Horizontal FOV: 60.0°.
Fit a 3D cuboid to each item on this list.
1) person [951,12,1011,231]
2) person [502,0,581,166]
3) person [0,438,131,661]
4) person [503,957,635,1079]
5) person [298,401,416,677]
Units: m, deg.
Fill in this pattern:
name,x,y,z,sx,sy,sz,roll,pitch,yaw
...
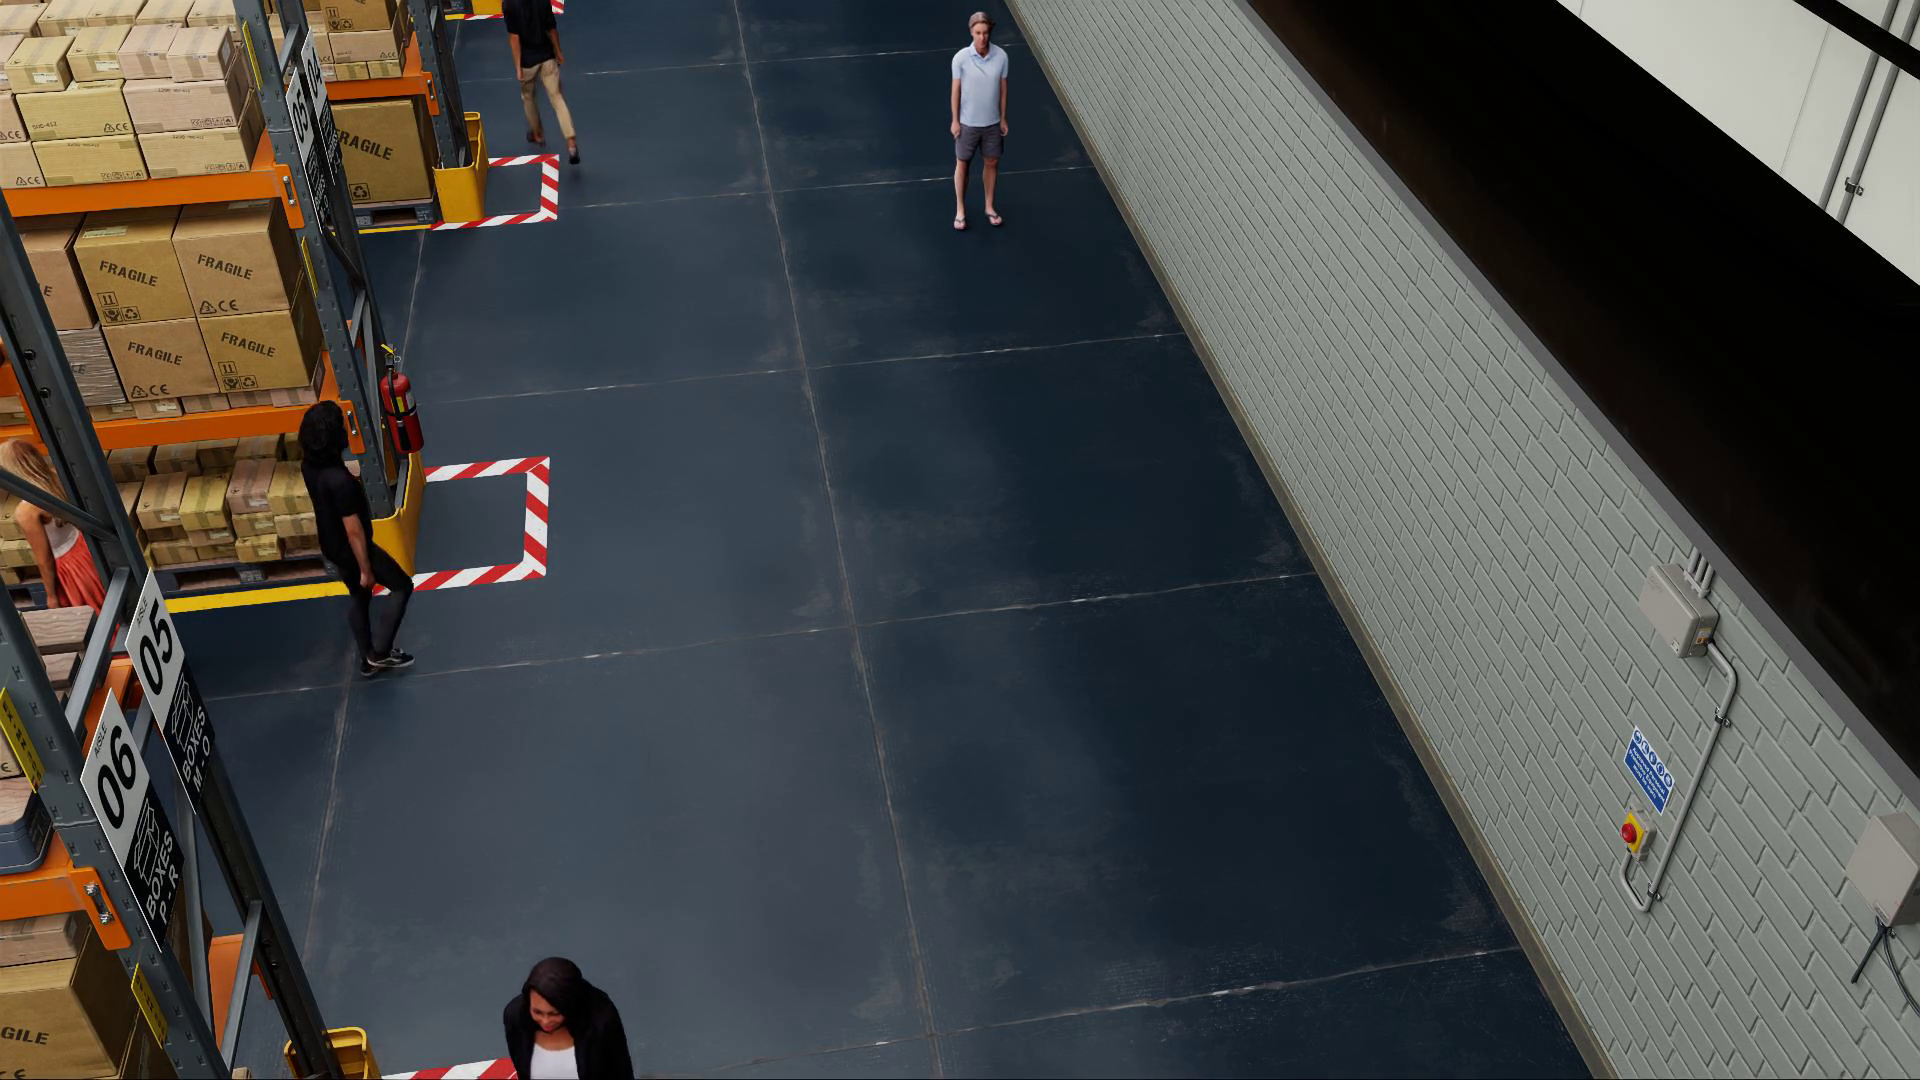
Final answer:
name,x,y,z,sx,sy,sz,roll,pitch,yaw
person,0.162,-3.512,13.878,0.480,1.832,0.699,-6,38,-8
person,-3.715,-4.203,14.778,1.243,1.811,1.081,-22,43,-26
person,-4.869,0.185,9.175,0.651,1.802,0.672,1,38,1
person,-1.550,2.175,6.793,0.564,1.603,0.698,-5,38,-6
person,-3.484,0.066,9.312,0.768,1.821,0.811,29,46,31
